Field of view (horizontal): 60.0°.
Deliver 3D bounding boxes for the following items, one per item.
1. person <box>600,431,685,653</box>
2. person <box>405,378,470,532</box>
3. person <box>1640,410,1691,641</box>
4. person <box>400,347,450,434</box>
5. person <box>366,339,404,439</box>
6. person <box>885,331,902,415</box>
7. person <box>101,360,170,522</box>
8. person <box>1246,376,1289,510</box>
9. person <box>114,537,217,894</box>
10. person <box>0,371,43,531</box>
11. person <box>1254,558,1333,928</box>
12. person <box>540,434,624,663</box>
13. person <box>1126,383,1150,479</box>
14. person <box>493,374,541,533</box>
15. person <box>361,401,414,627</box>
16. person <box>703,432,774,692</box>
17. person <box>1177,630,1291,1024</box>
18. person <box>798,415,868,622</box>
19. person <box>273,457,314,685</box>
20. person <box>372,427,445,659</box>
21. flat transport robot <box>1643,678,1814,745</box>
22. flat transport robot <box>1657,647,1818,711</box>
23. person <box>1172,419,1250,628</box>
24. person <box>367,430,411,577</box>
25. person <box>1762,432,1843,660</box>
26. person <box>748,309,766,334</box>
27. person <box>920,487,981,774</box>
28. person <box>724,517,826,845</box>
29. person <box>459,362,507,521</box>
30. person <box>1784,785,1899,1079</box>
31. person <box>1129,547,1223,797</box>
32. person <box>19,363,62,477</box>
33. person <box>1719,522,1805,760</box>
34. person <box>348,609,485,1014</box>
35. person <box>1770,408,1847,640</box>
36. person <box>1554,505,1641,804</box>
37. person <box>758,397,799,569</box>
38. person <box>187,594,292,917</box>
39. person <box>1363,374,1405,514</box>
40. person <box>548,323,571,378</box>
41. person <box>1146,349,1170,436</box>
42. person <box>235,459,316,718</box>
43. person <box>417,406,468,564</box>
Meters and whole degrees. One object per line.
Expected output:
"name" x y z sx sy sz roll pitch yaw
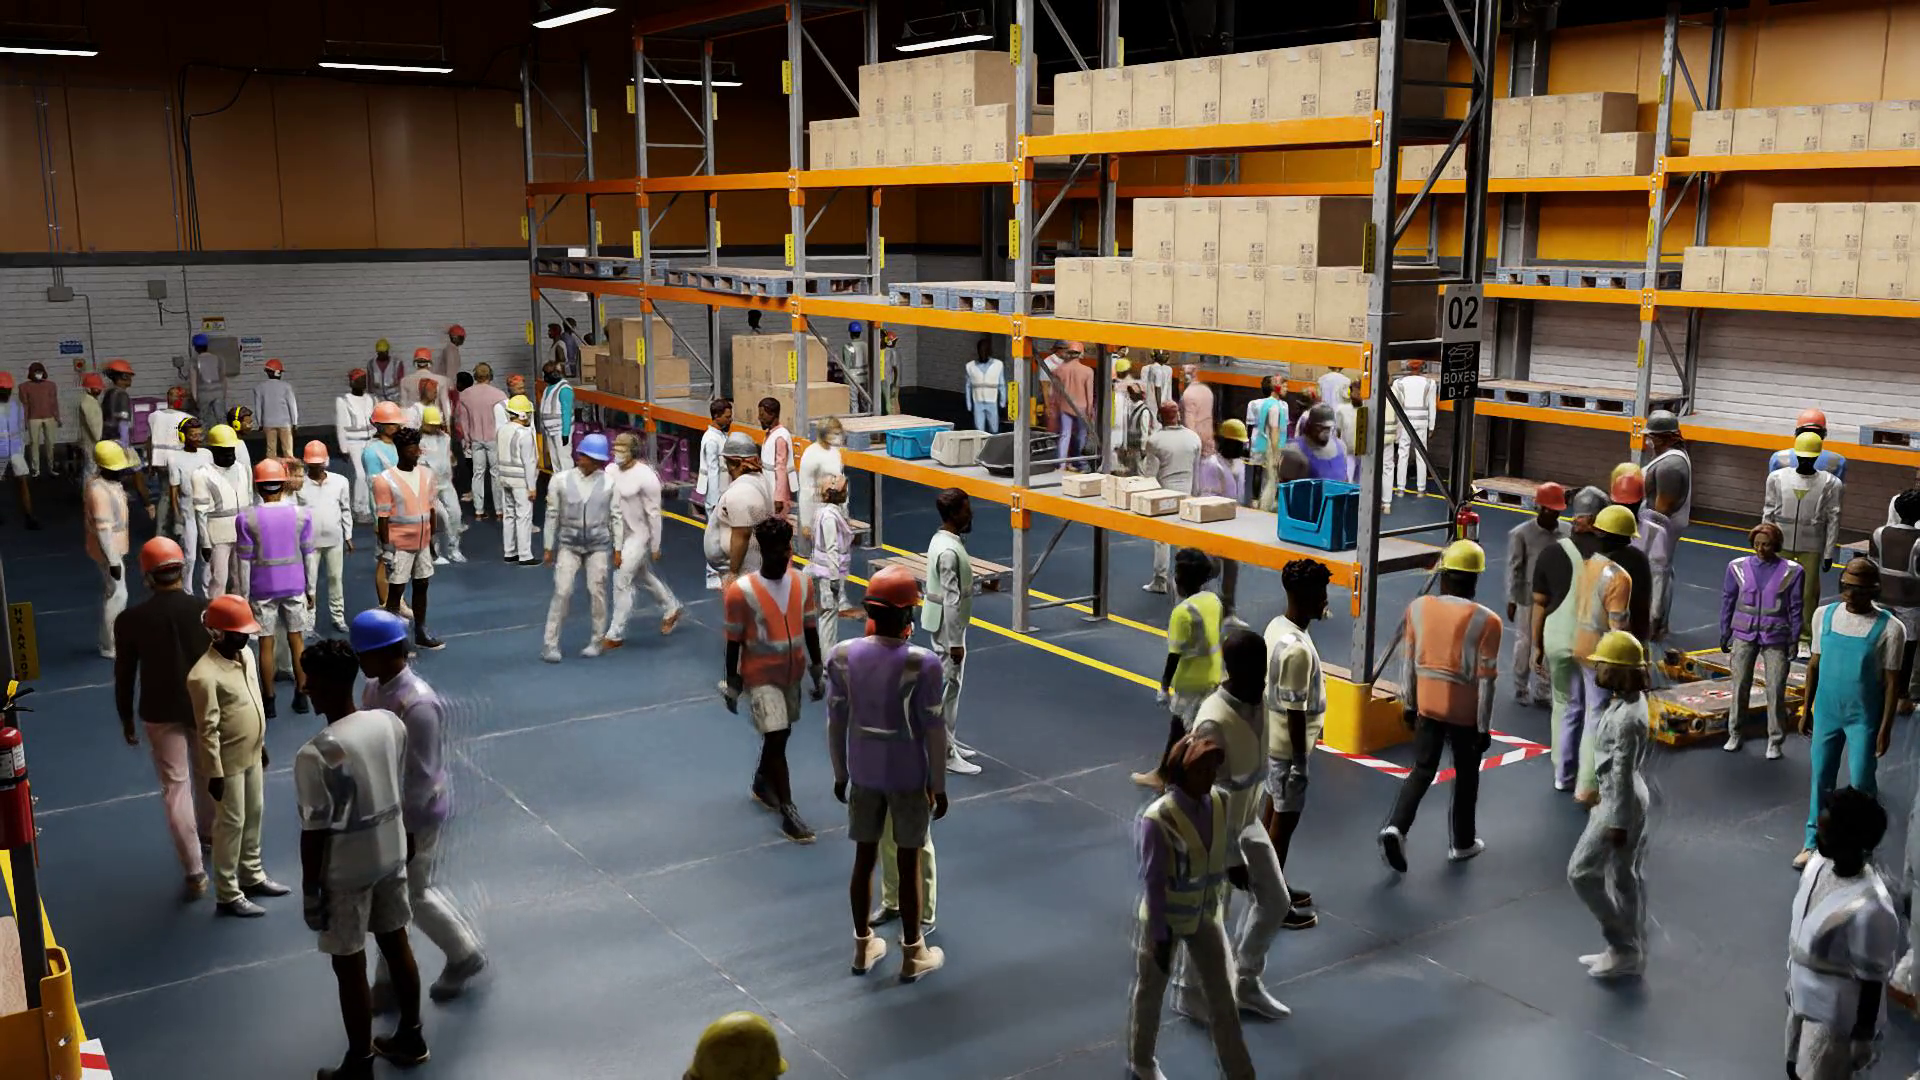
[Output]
"person" -2.765 -0.021 14.351 0.636 1.899 1.000 10 15 42
"person" -6.314 -0.992 19.501 1.022 1.838 0.591 1 11 6
"person" 6.099 -0.144 14.590 0.535 2.000 0.679 5 12 26
"person" -7.017 -1.532 21.843 0.627 1.985 0.409 -3 11 -14
"person" -9.046 -2.290 26.260 0.595 1.783 0.934 -2 11 -10
"person" -1.175 -2.681 28.354 0.354 1.737 0.574 2 11 9
"person" -10.005 -1.151 19.880 0.630 1.982 0.980 8 14 37
"person" 3.876 -1.224 20.991 0.541 1.700 0.315 2 11 8
"person" -4.378 0.942 9.330 0.630 1.929 1.044 -6 13 -29
"person" -11.304 -1.057 19.687 1.008 1.887 0.545 8 14 37
"person" 1.731 1.049 8.711 0.376 1.958 0.599 0 11 0
"person" -3.167 0.068 13.880 0.739 1.915 0.498 -3 11 -14
"person" 2.221 -1.157 20.831 0.313 1.634 0.514 -4 12 -19
"person" -5.146 -0.988 19.324 0.352 1.879 0.577 7 13 31
"person" -5.132 -0.239 15.068 0.370 2.044 0.608 2 11 8
"person" -1.735 0.160 13.035 0.539 2.000 0.689 2 11 10
"person" 1.264 1.319 7.514 0.626 1.885 0.615 8 13 35
"person" -1.197 -0.203 15.312 0.809 1.908 0.649 3 12 17
"person" -5.322 0.249 13.137 0.497 1.815 0.596 -4 12 -22
"person" -4.639 0.014 14.009 0.385 1.957 0.602 6 13 29
"flat transport robot" 5.478 1.227 12.116 1.431 0.197 0.652 -5 12 -24
"flat transport robot" 6.232 1.066 12.939 0.652 0.197 1.431 -5 12 -24
"person" 2.314 -0.166 15.081 0.596 1.903 0.695 -11 15 -43
"person" -5.804 -0.457 16.994 0.484 1.733 0.356 -1 11 -6
"person" 7.038 0.040 13.965 0.586 1.918 0.395 8 13 35
"person" -3.802 -3.315 31.008 0.367 1.966 0.607 1 11 6
"person" -0.067 0.596 11.111 0.392 1.922 0.591 -1 11 -5
"person" -1.104 0.801 10.076 0.624 1.926 0.910 -10 15 -40
"person" -5.737 -1.185 20.180 0.630 1.940 0.372 2 11 10
"person" 3.243 1.698 6.067 0.628 1.682 0.542 2 11 8
"person" 1.333 0.866 10.349 0.769 1.663 0.553 6 13 28
"person" -13.090 -1.707 23.675 0.322 1.630 0.534 10 15 42
"person" 5.496 0.679 11.434 0.524 1.631 0.318 8 13 34
"person" -2.590 1.253 7.743 0.584 1.920 0.635 -10 15 -42
"person" 7.393 -0.142 14.606 0.609 2.035 0.418 5 12 23
"person" 4.028 0.722 10.490 0.391 1.915 0.593 -3 11 -13
"person" -1.826 -0.481 16.668 0.401 1.908 0.598 -3 12 -16
"person" -3.827 1.135 8.824 0.352 1.738 0.573 0 11 2
"person" 5.182 -1.231 20.665 0.633 1.843 0.429 -3 11 -13
"person" -6.938 -2.829 28.828 0.388 1.847 0.563 -4 12 -18
"person" 2.902 -1.946 24.346 0.346 1.840 0.502 0 11 -2
"person" -5.058 0.359 12.332 0.550 1.923 0.391 -8 14 -35
"person" -5.506 -0.564 17.554 0.547 1.713 0.500 8 14 35
